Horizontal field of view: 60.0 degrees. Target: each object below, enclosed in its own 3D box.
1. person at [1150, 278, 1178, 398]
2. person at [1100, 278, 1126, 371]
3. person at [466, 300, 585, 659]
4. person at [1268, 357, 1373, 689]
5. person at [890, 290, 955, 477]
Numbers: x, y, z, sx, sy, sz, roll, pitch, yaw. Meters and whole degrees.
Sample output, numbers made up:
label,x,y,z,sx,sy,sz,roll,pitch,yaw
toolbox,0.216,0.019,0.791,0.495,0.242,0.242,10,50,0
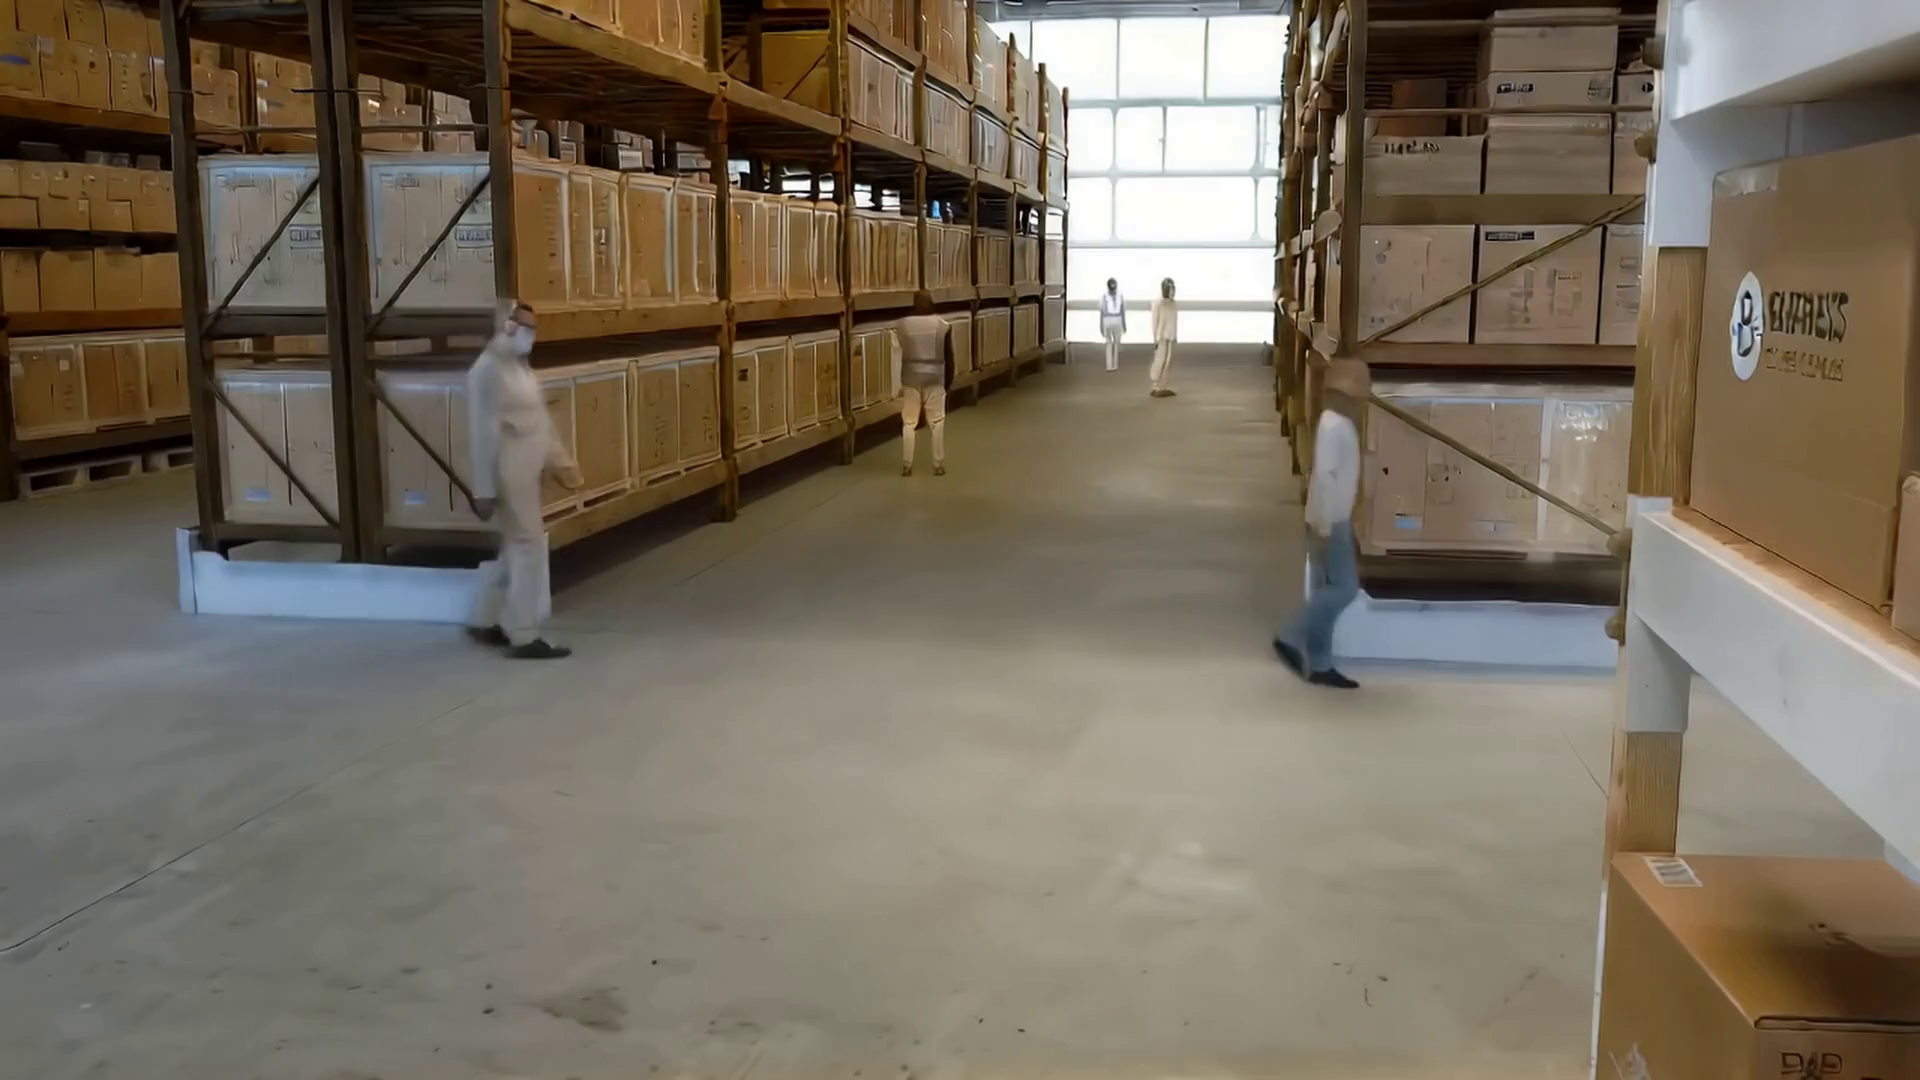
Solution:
label,x,y,z,sx,sy,sz,roll,pitch,yaw
person,3.309,-3.262,26.880,0.369,1.930,0.627,8,12,40
person,3.145,-4.446,34.300,0.542,1.906,0.948,0,9,1
person,-2.365,-0.326,8.823,0.650,1.881,0.661,-1,9,-3
person,1.787,-0.077,8.041,0.391,1.613,0.527,3,10,19
person,-0.369,-1.541,16.458,0.635,1.842,0.429,0,9,2
